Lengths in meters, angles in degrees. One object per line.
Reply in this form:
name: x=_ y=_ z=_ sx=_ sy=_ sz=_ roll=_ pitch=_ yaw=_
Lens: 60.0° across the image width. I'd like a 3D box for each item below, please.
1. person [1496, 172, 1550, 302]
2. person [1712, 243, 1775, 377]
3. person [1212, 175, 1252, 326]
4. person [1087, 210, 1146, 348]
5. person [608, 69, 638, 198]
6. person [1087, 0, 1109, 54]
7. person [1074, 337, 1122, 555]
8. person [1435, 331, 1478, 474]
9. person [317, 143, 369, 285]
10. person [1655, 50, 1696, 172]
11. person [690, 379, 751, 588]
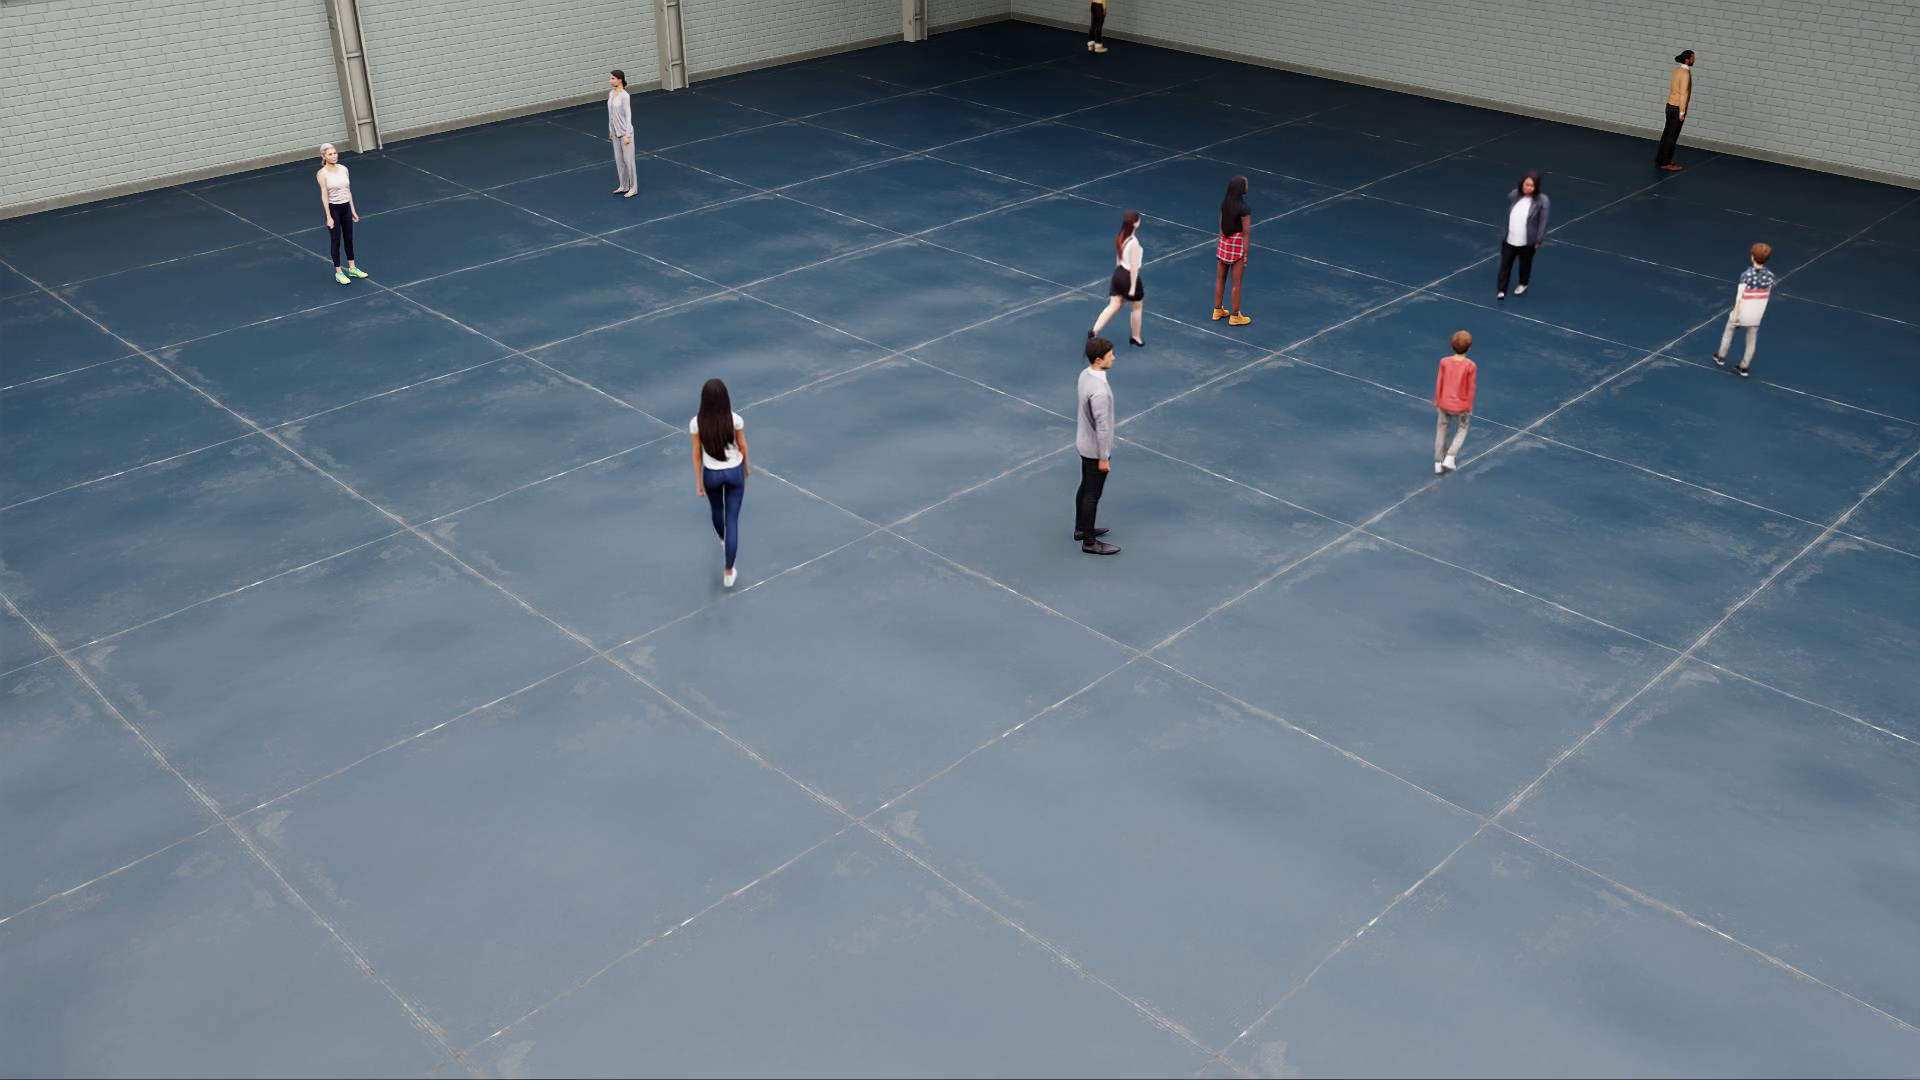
person: x=6.727 y=-3.642 z=19.878 sx=0.872 sy=1.563 sz=1.140 roll=18 pitch=33 yaw=30
person: x=8.472 y=-2.444 z=17.778 sx=0.781 sy=1.422 sz=0.850 roll=1 pitch=28 yaw=2
person: x=3.142 y=-3.344 z=19.143 sx=0.632 sy=1.727 sz=0.649 roll=-19 pitch=33 yaw=-32
person: x=1.751 y=-2.797 z=18.229 sx=1.102 sy=1.621 sz=0.720 roll=-18 pitch=33 yaw=-30
person: x=-4.820 y=-5.816 z=23.736 sx=0.596 sy=1.774 sz=0.536 roll=23 pitch=36 yaw=37
person: x=2.689 y=-10.402 z=32.469 sx=0.581 sy=1.659 sz=0.633 roll=-19 pitch=33 yaw=-31
person: x=1.142 y=-0.823 z=14.204 sx=0.850 sy=1.922 sz=0.835 roll=-4 pitch=28 yaw=-8
person: x=4.605 y=-1.263 z=15.571 sx=0.576 sy=1.413 sz=0.577 roll=17 pitch=33 yaw=29
person: x=-7.656 y=-4.038 z=20.474 sx=0.711 sy=1.702 sz=0.552 roll=15 pitch=32 yaw=26
person: x=10.767 y=-6.470 z=24.985 sx=0.812 sy=1.754 sz=0.738 roll=2 pitch=28 yaw=3
person: x=-1.945 y=-0.437 z=13.686 sx=1.077 sy=1.727 sz=1.133 roll=0 pitch=28 yaw=0
